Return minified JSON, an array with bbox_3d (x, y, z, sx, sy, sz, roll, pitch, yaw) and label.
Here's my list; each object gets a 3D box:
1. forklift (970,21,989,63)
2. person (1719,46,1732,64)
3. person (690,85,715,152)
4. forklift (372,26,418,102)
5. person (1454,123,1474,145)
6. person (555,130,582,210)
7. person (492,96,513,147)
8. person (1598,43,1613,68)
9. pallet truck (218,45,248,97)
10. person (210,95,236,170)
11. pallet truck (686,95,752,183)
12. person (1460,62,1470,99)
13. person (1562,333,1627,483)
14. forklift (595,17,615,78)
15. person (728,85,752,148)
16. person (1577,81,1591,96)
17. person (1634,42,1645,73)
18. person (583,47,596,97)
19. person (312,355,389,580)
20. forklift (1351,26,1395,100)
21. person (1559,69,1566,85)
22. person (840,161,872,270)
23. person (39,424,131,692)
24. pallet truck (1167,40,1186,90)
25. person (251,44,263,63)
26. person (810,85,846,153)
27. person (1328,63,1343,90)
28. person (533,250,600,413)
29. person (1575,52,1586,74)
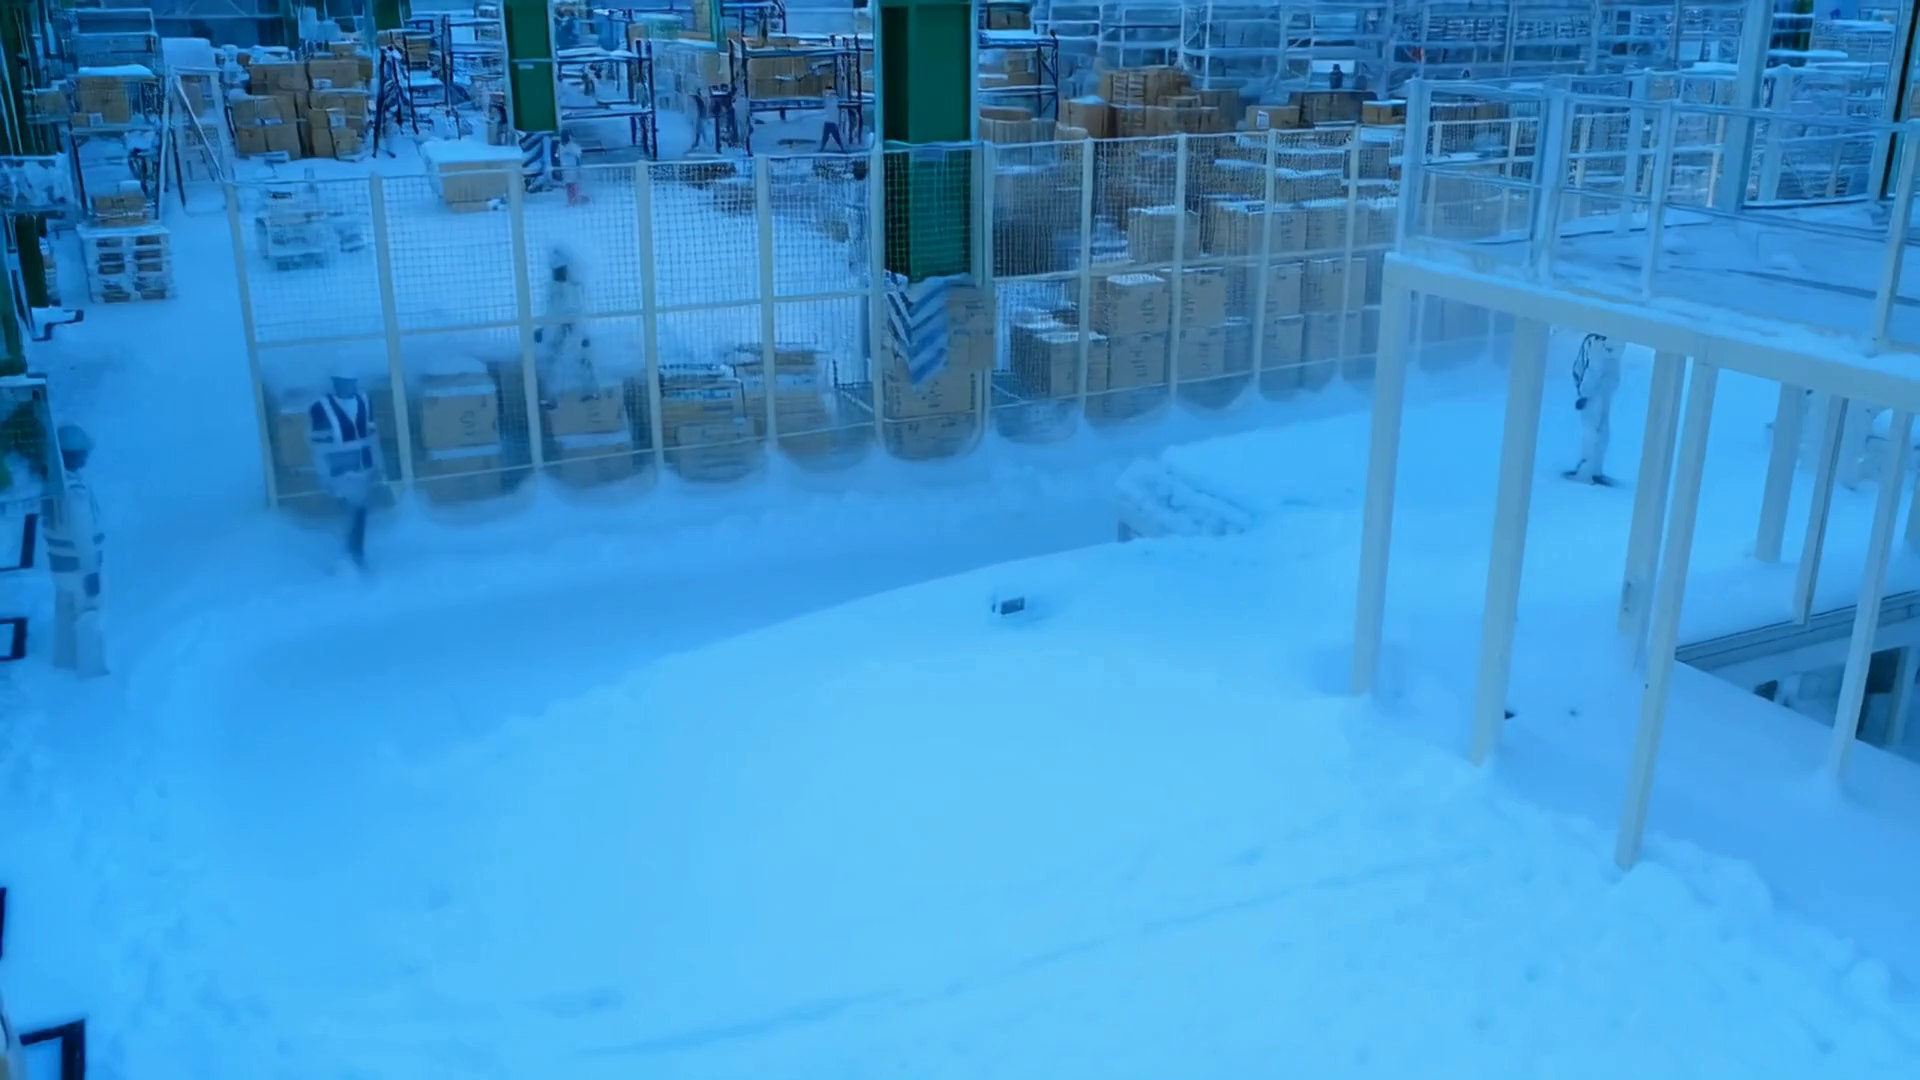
[{"bbox_3d":[0.669,-19.480,67.139,1.129,2.768,1.873,-9,21,-25],"label":"forklift"},{"bbox_3d":[30.781,-18.857,66.836,0.688,1.877,0.716,-8,20,-21],"label":"person"},{"bbox_3d":[-7.067,-11.549,45.698,0.991,1.851,0.659,9,21,25],"label":"person"},{"bbox_3d":[-21.216,-17.758,62.148,1.129,2.768,1.873,1,19,4],"label":"forklift"},{"bbox_3d":[10.890,-8.198,36.119,0.528,1.768,0.313,-8,21,-21],"label":"person"},{"bbox_3d":[-8.325,-7.853,35.290,0.549,1.642,0.887,4,19,12],"label":"person"},{"bbox_3d":[-11.717,-10.450,42.609,0.524,1.799,0.951,-10,21,-26],"label":"person"},{"bbox_3d":[27.860,-20.590,71.991,0.634,1.812,0.916,-8,20,-21],"label":"person"},{"bbox_3d":[-28.879,-18.665,66.111,0.823,1.965,1.885,-3,19,-9],"label":"pallet truck"},{"bbox_3d":[-18.573,-10.305,41.970,0.543,1.936,0.369,-9,21,-25],"label":"person"},{"bbox_3d":[-5.836,-9.608,39.856,0.823,1.965,1.885,10,22,27],"label":"pallet truck"},{"bbox_3d":[17.258,-15.311,56.617,0.601,1.844,0.541,-1,19,-4],"label":"person"},{"bbox_3d":[6.314,-1.487,16.549,0.429,1.845,0.621,17,26,41],"label":"person"},{"bbox_3d":[-15.443,-21.475,72.921,1.873,2.768,1.129,-11,22,-28],"label":"forklift"},{"bbox_3d":[-5.936,-11.323,44.971,0.435,1.911,0.643,11,22,29],"label":"person"},{"bbox_3d":[17.552,-12.089,47.150,0.542,1.931,0.366,13,23,33],"label":"person"},{"bbox_3d":[31.467,-22.233,77.002,0.277,1.631,0.506,3,19,10],"label":"person"},{"bbox_3d":[-14.661,-18.488,65.735,0.548,1.907,0.755,-12,22,-31],"label":"person"},{"bbox_3d":[-5.018,-0.591,13.828,0.530,1.920,0.578,12,22,30],"label":"person"},{"bbox_3d":[15.696,-17.751,62.126,1.873,2.768,1.129,-9,21,-25],"label":"forklift"},{"bbox_3d":[18.041,-13.182,50.149,0.696,2.000,0.663,1,19,2],"label":"person"},{"bbox_3d":[-1.709,-5.502,28.206,0.638,1.840,0.429,-7,20,-19],"label":"person"},{"bbox_3d":[-6.190,0.134,11.718,0.630,1.932,0.425,18,26,41],"label":"person"},{"bbox_3d":[9.045,-19.971,69.895,0.823,1.965,1.885,-3,19,-8],"label":"pallet truck"},{"bbox_3d":[-29.191,-19.695,69.288,0.437,1.874,0.686,-2,19,-7],"label":"person"},{"bbox_3d":[-3.575,-11.436,45.343,1.000,1.873,0.598,-1,19,-2],"label":"person"},{"bbox_3d":[13.330,-16.103,59.168,0.538,1.683,0.611,10,22,27],"label":"person"},{"bbox_3d":[-4.585,-2.427,19.246,0.585,1.860,1.025,15,24,37],"label":"person"},{"bbox_3d":[24.697,-18.518,66.138,0.535,1.697,0.318,13,23,32],"label":"person"}]
